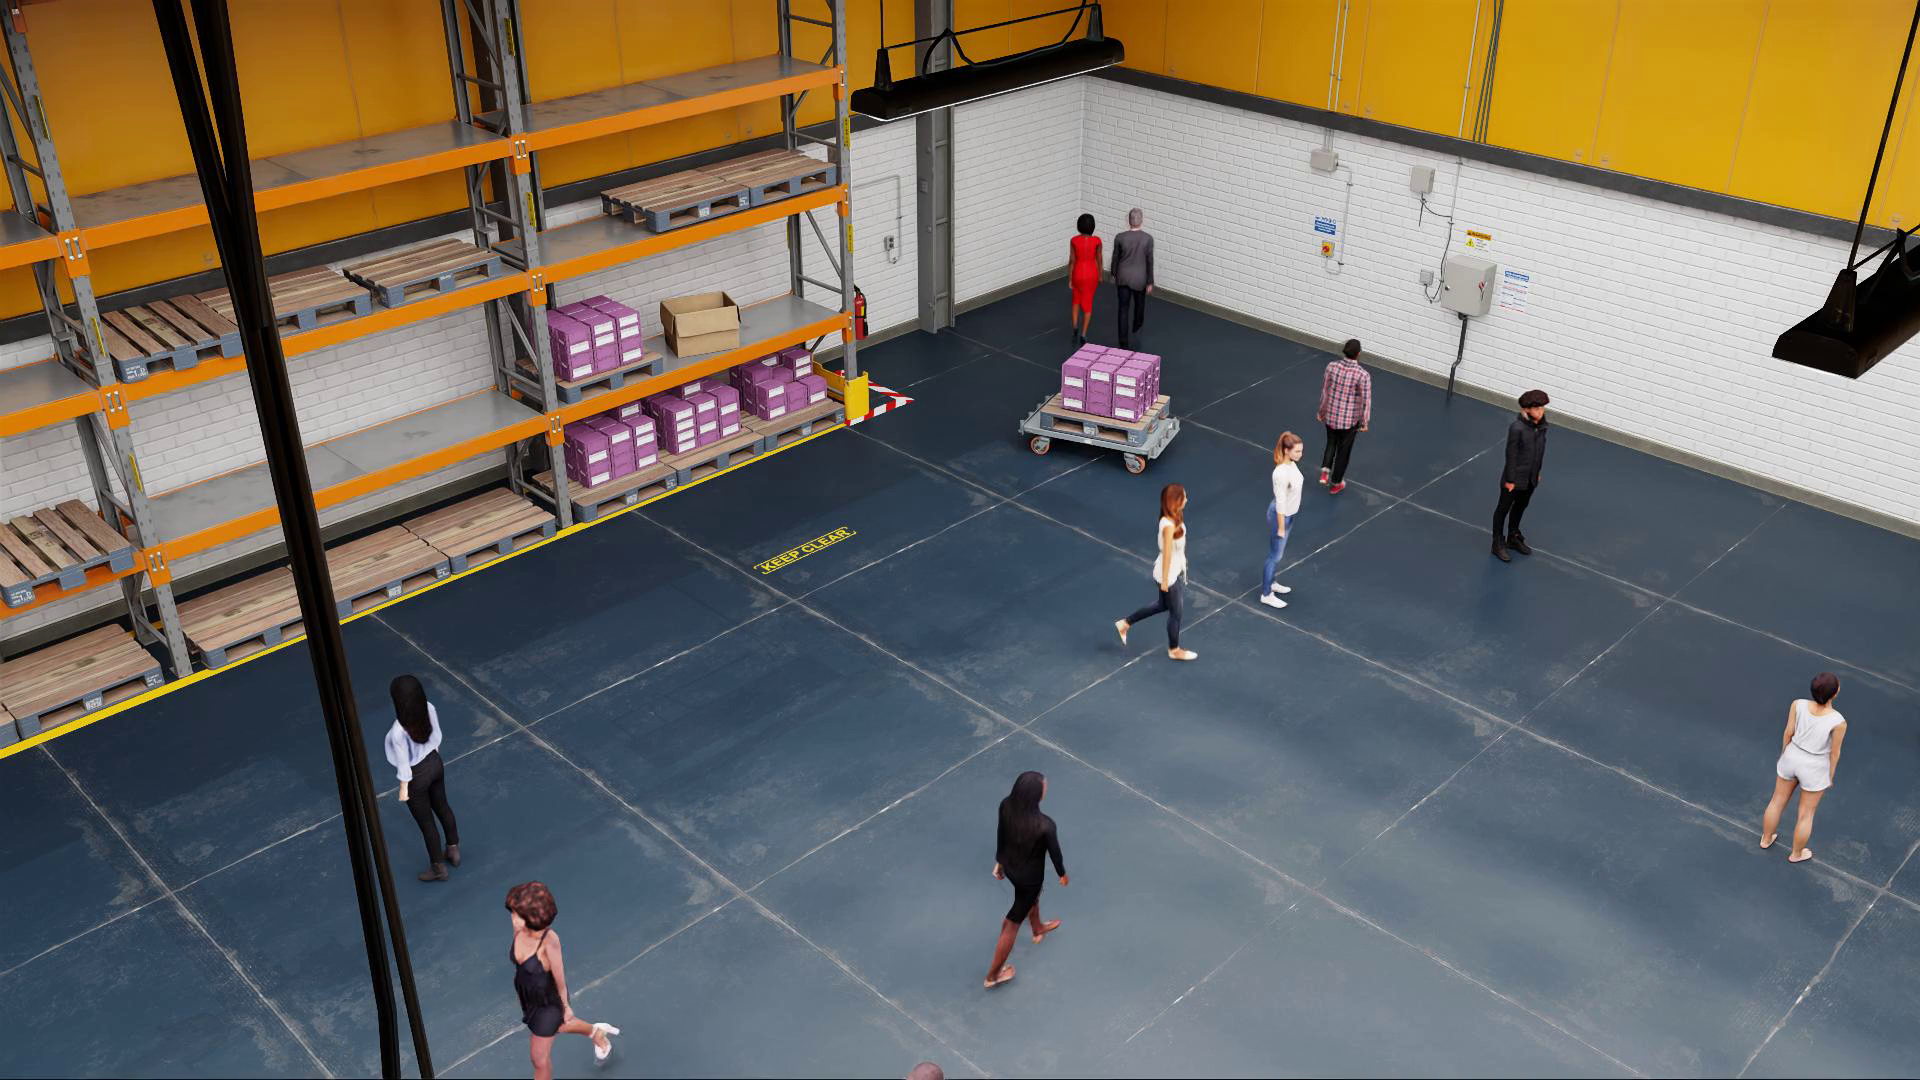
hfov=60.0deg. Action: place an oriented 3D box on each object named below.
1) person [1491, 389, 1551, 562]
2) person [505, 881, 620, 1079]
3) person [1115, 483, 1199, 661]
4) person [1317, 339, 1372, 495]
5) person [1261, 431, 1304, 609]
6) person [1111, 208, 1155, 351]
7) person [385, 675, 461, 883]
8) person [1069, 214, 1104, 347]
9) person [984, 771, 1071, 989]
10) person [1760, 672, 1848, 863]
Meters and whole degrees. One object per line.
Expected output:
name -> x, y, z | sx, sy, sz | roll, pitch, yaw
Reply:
person -> 5.557, -0.674, 16.471 | 0.629, 1.779, 0.754 | -14, 31, -23
person -> -2.477, 2.772, 10.174 | 0.640, 1.761, 1.086 | 21, 35, 34
person -> 1.759, 0.282, 14.730 | 1.013, 1.769, 1.023 | 5, 29, 9
person -> 4.020, -1.286, 17.618 | 0.739, 1.757, 0.655 | 20, 35, 33
person -> 3.024, -0.213, 15.684 | 0.738, 1.724, 0.597 | 11, 30, 19
person -> 2.187, -3.296, 21.271 | 1.169, 1.788, 1.292 | 4, 29, 7
person -> -3.909, 1.725, 12.110 | 0.790, 1.744, 0.659 | 9, 30, 16
person -> 1.605, -3.313, 21.357 | 0.738, 1.734, 0.798 | 4, 29, 8
person -> 0.368, 2.308, 11.109 | 1.016, 1.680, 0.639 | -24, 37, -37
person -> 6.278, 1.674, 12.354 | 0.584, 1.601, 0.578 | -22, 35, -34
